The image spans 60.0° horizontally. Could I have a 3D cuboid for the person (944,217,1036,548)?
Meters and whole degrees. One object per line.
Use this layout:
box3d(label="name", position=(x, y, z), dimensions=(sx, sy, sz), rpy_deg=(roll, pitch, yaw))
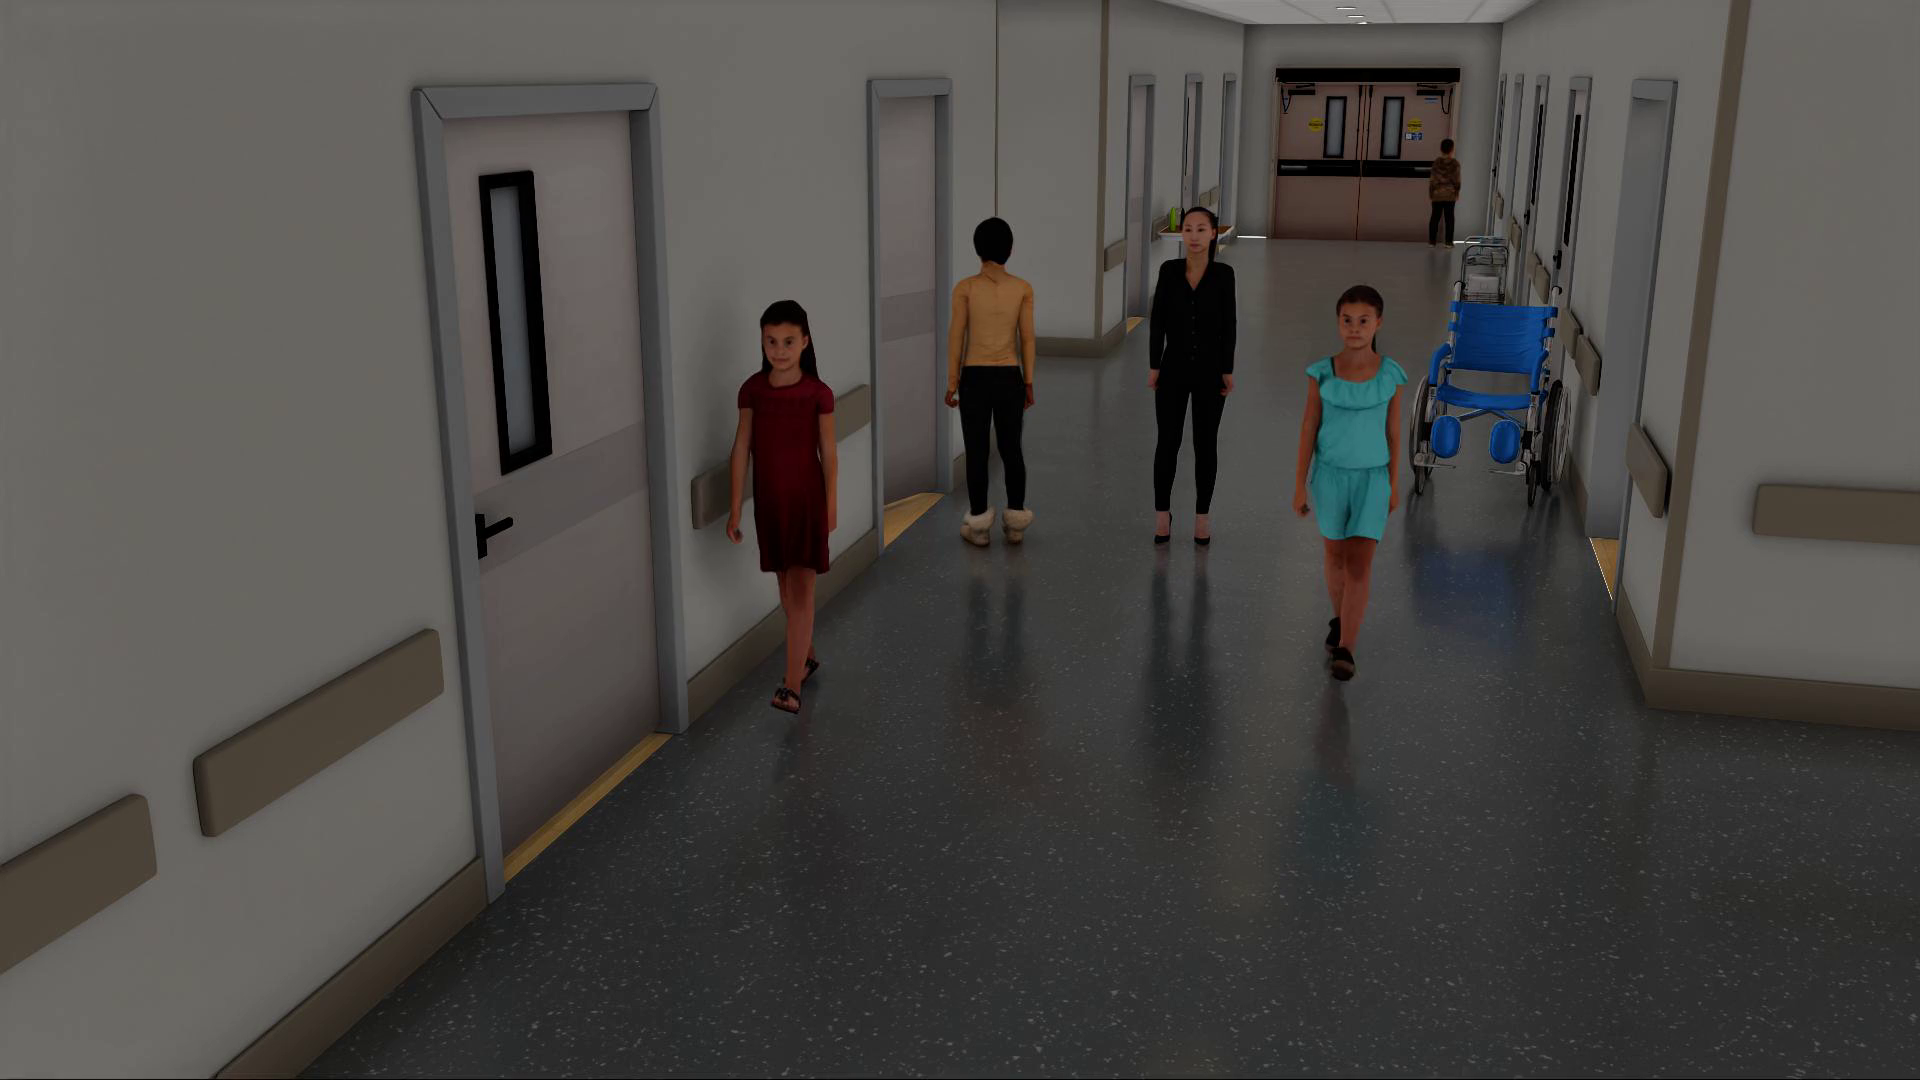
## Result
box3d(label="person", position=(0.159, -0.775, 8.329), dimensions=(0.696, 1.655, 0.707), rpy_deg=(-3, 16, -9))

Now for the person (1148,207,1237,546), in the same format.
box3d(label="person", position=(1.159, -0.813, 8.358), dimensions=(0.591, 1.711, 0.507), rpy_deg=(3, 16, 10))

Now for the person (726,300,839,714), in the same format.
box3d(label="person", position=(-0.630, -0.150, 6.365), dimensions=(0.554, 1.517, 0.974), rpy_deg=(4, 16, 12))

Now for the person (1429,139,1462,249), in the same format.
box3d(label="person", position=(6.624, -4.741, 22.766), dimensions=(0.618, 1.454, 0.606), rpy_deg=(7, 17, 24))

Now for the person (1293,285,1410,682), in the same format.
box3d(label="person", position=(1.572, -0.236, 6.673), dimensions=(0.602, 1.517, 1.019), rpy_deg=(5, 17, 18))
